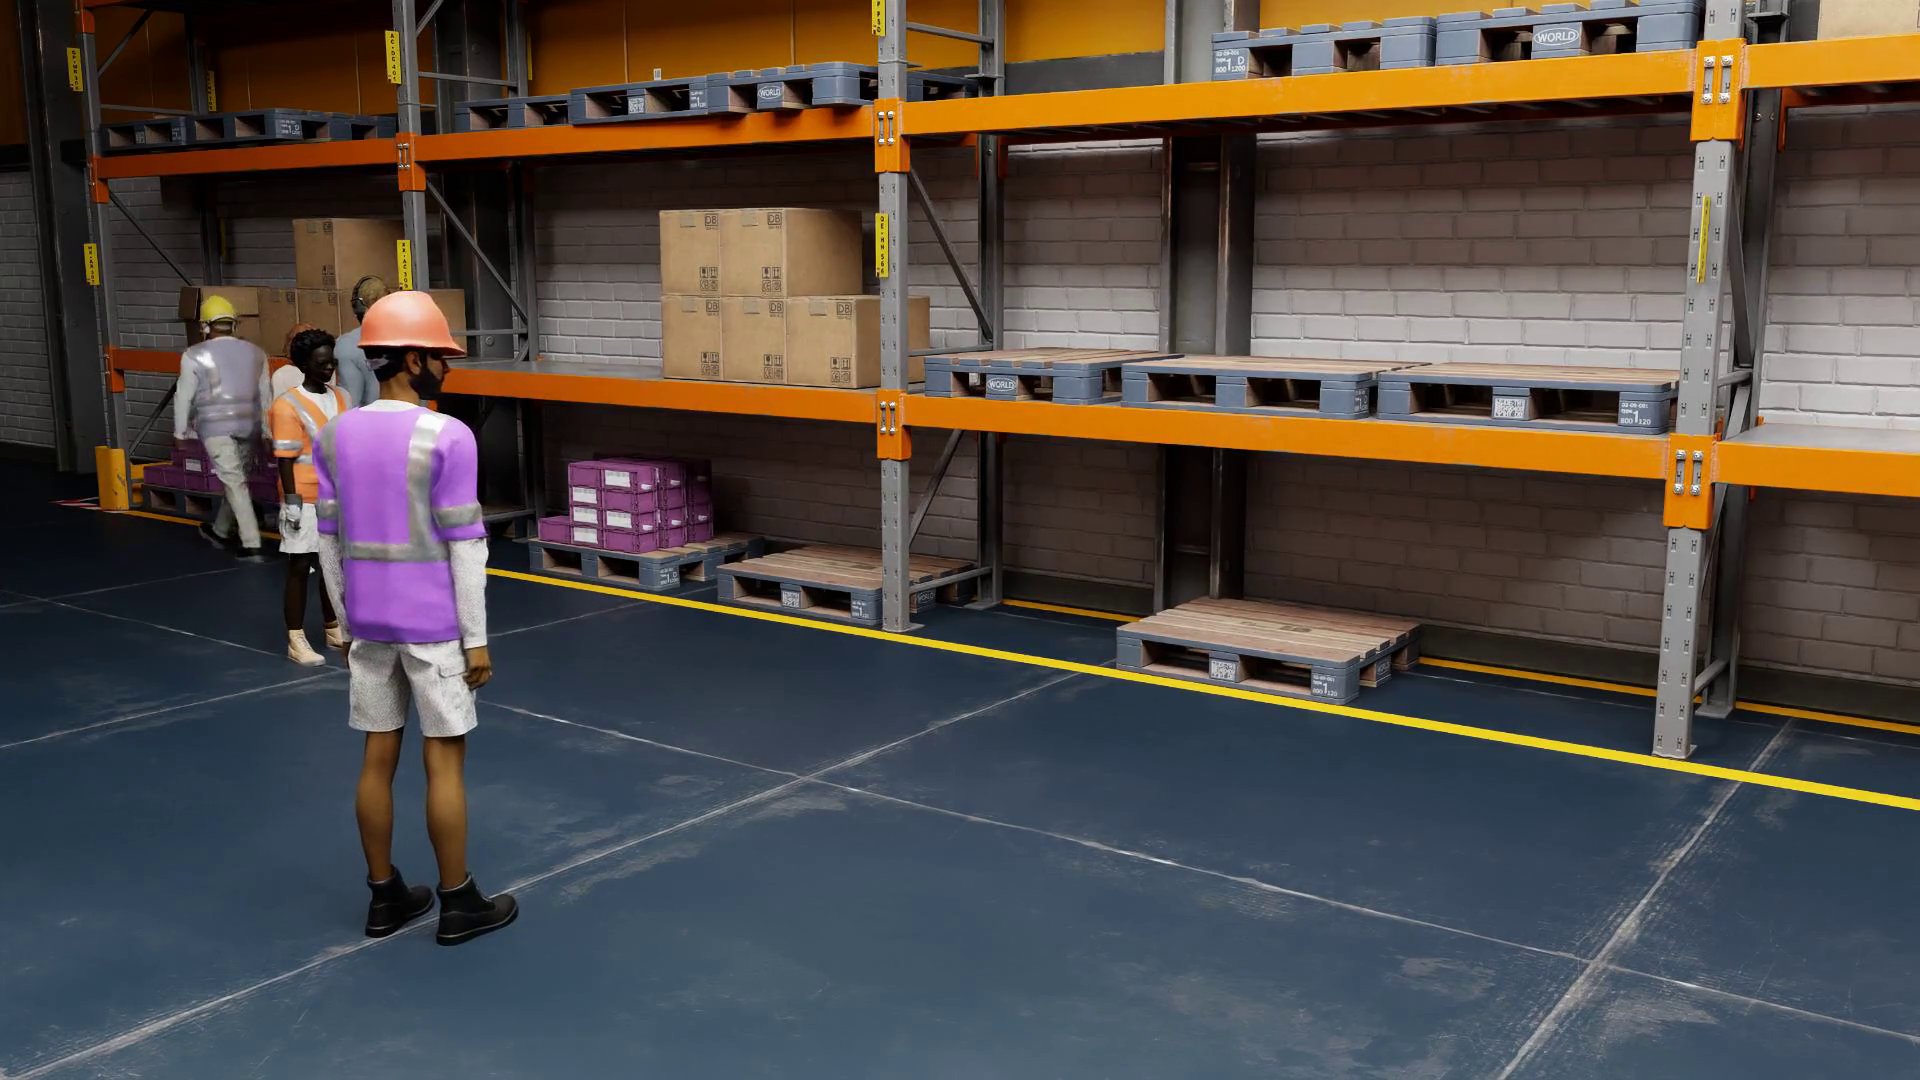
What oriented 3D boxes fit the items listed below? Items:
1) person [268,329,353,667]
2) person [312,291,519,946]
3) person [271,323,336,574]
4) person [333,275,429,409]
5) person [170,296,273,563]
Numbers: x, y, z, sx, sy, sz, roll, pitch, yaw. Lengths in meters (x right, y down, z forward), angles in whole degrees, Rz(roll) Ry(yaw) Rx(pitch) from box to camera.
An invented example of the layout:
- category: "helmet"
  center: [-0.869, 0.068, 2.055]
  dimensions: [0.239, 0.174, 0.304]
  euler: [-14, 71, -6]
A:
- category: "person"
  center: [-3.232, -0.215, 8.377]
  dimensions: [0.322, 1.690, 0.536]
  euler: [4, 10, 21]
- category: "person"
  center: [-1.623, 0.237, 4.945]
  dimensions: [0.547, 1.934, 0.376]
  euler: [3, 10, 19]
- category: "person"
  center: [-4.230, -0.594, 10.820]
  dimensions: [0.281, 1.624, 0.493]
  euler: [5, 11, 26]
- category: "person"
  center: [-3.324, -0.545, 9.591]
  dimensions: [0.352, 1.937, 0.635]
  euler: [6, 11, 30]
- category: "person"
  center: [-5.025, -0.757, 11.318]
  dimensions: [0.954, 1.776, 0.591]
  euler: [6, 11, 33]
